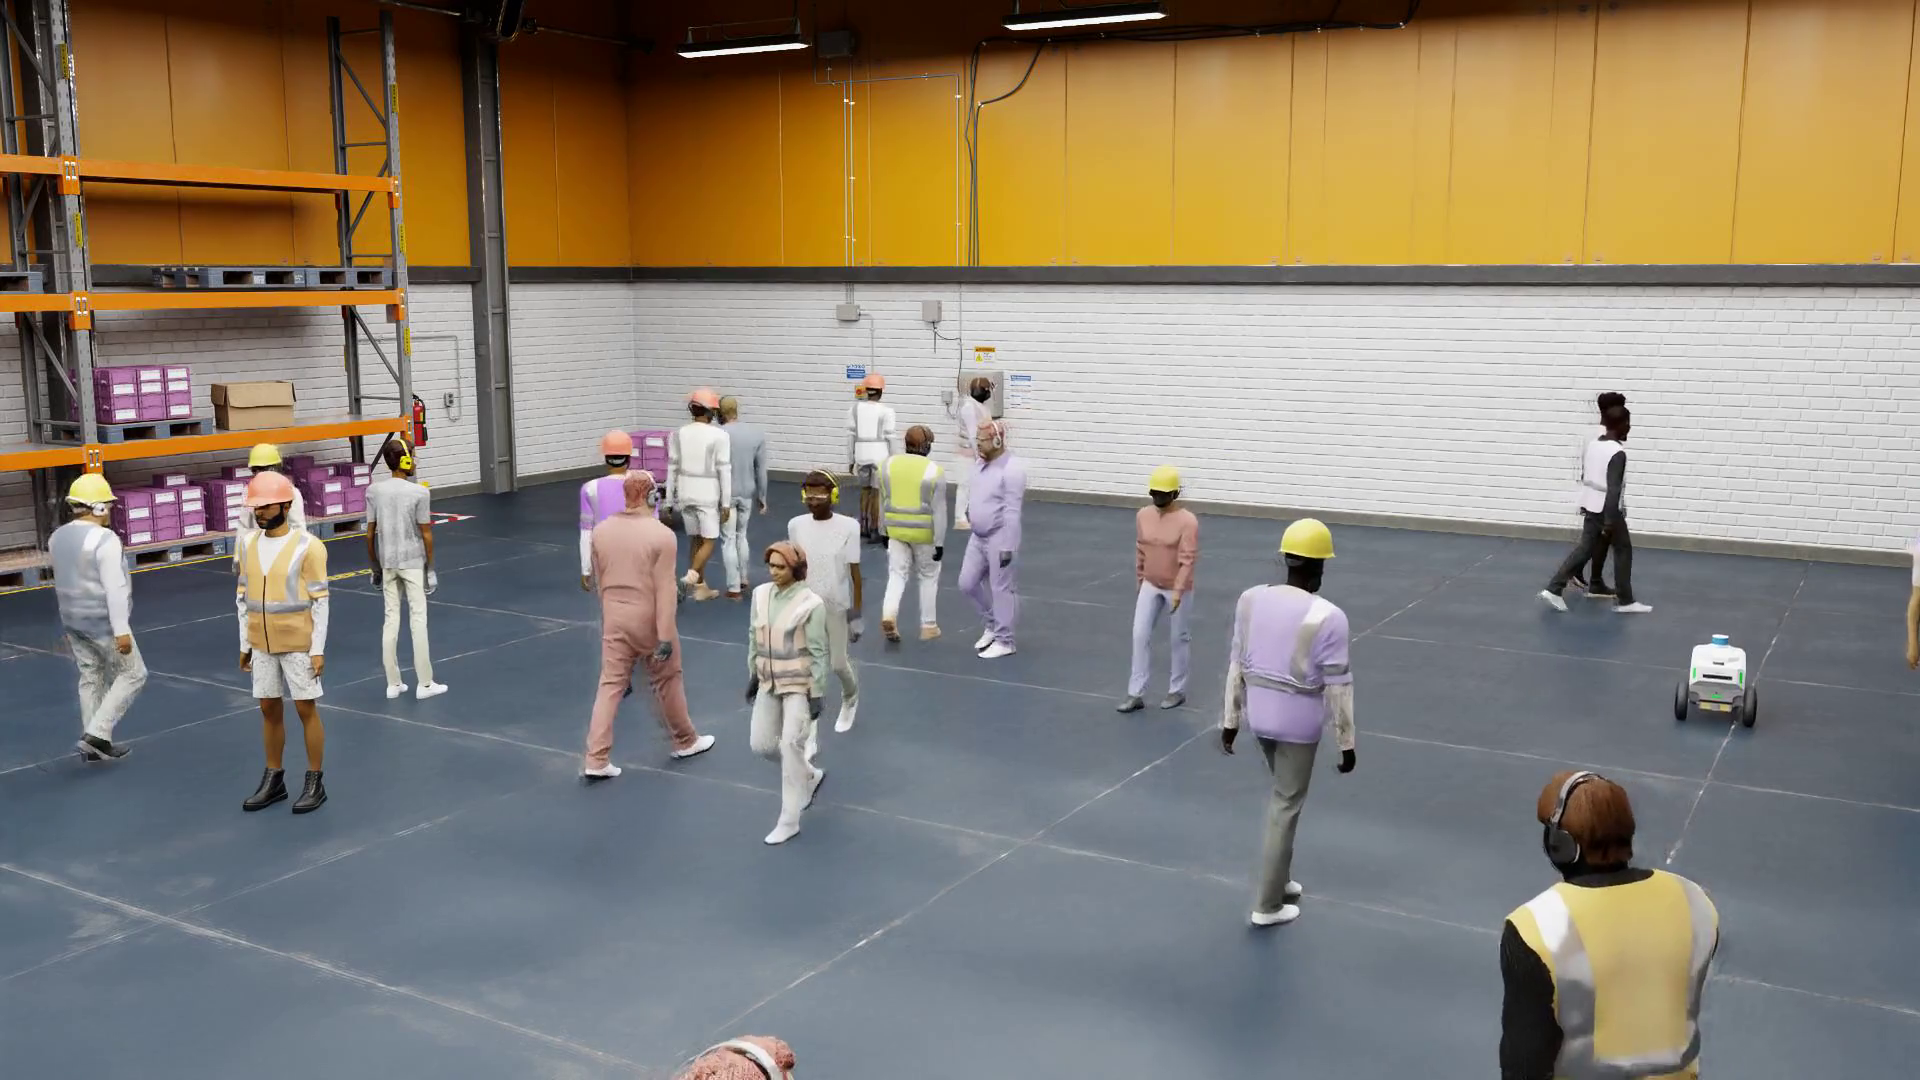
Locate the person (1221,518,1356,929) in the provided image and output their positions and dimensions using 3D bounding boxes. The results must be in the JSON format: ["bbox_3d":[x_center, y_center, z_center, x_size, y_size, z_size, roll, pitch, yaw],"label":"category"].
[{"bbox_3d":[1.579,0.842,7.762,0.655,1.901,0.627,-8,12,-40],"label":"person"}]

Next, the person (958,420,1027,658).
[{"bbox_3d":[0.246,0.002,13.098,0.427,1.893,0.647,-6,11,-34],"label":"person"}]

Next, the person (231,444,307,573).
[{"bbox_3d":[-5.284,0.142,12.665,0.541,1.747,0.683,4,10,23],"label":"person"}]

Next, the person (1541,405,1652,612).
[{"bbox_3d":[5.695,-0.272,14.840,0.958,1.877,0.629,-1,9,-4],"label":"person"}]

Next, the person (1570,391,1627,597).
[{"bbox_3d":[6.003,-0.421,15.512,0.452,1.947,0.612,1,9,3],"label":"person"}]

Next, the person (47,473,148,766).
[{"bbox_3d":[-5.282,0.499,10.190,0.615,1.816,0.417,5,10,28],"label":"person"}]

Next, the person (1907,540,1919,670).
[{"bbox_3d":[5.839,0.574,9.717,0.615,1.822,0.508,1,9,9],"label":"person"}]

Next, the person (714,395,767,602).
[{"bbox_3d":[-2.183,-0.400,15.517,0.653,1.907,0.745,-6,11,-34],"label":"person"}]

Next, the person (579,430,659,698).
[{"bbox_3d":[-2.447,0.144,12.167,0.571,1.892,0.948,0,9,2],"label":"person"}]

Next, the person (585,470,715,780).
[{"bbox_3d":[-1.946,0.501,10.114,0.654,1.850,1.018,4,10,25],"label":"person"}]

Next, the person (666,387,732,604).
[{"bbox_3d":[-2.399,-0.374,15.057,0.644,2.013,0.783,4,10,21],"label":"person"}]

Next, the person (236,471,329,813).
[{"bbox_3d":[-3.818,0.574,9.353,0.543,1.939,0.362,2,9,11],"label":"person"}]

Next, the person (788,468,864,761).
[{"bbox_3d":[-0.844,0.433,10.649,0.533,1.820,0.958,2,9,11],"label":"person"}]

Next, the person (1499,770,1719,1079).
[{"bbox_3d":[1.615,1.467,4.288,0.630,1.782,1.016,-2,9,-12],"label":"person"}]

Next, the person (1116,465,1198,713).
[{"bbox_3d":[1.372,0.347,11.398,0.533,1.730,0.735,7,11,35],"label":"person"}]

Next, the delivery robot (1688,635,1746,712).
[{"bbox_3d":[5.189,0.892,11.385,0.477,0.478,0.707,4,10,25],"label":"delivery robot"}]

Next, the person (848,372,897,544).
[{"bbox_3d":[-0.969,-0.918,18.701,0.577,1.921,0.417,3,10,19],"label":"person"}]

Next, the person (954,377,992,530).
[{"bbox_3d":[0.318,-1.000,19.603,0.864,1.812,0.629,3,10,20],"label":"person"}]

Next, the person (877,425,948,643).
[{"bbox_3d":[-0.393,-0.038,13.587,0.632,1.810,0.766,3,10,20],"label":"person"}]

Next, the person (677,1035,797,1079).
[{"bbox_3d":[-0.386,1.703,2.568,0.892,1.861,0.666,-7,11,-37],"label":"person"}]

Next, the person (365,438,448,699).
[{"bbox_3d":[-3.976,0.207,11.878,0.515,1.866,0.333,2,9,10],"label":"person"}]

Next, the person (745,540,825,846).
[{"bbox_3d":[-0.902,0.792,8.938,0.534,1.622,0.505,7,12,38],"label":"person"}]
